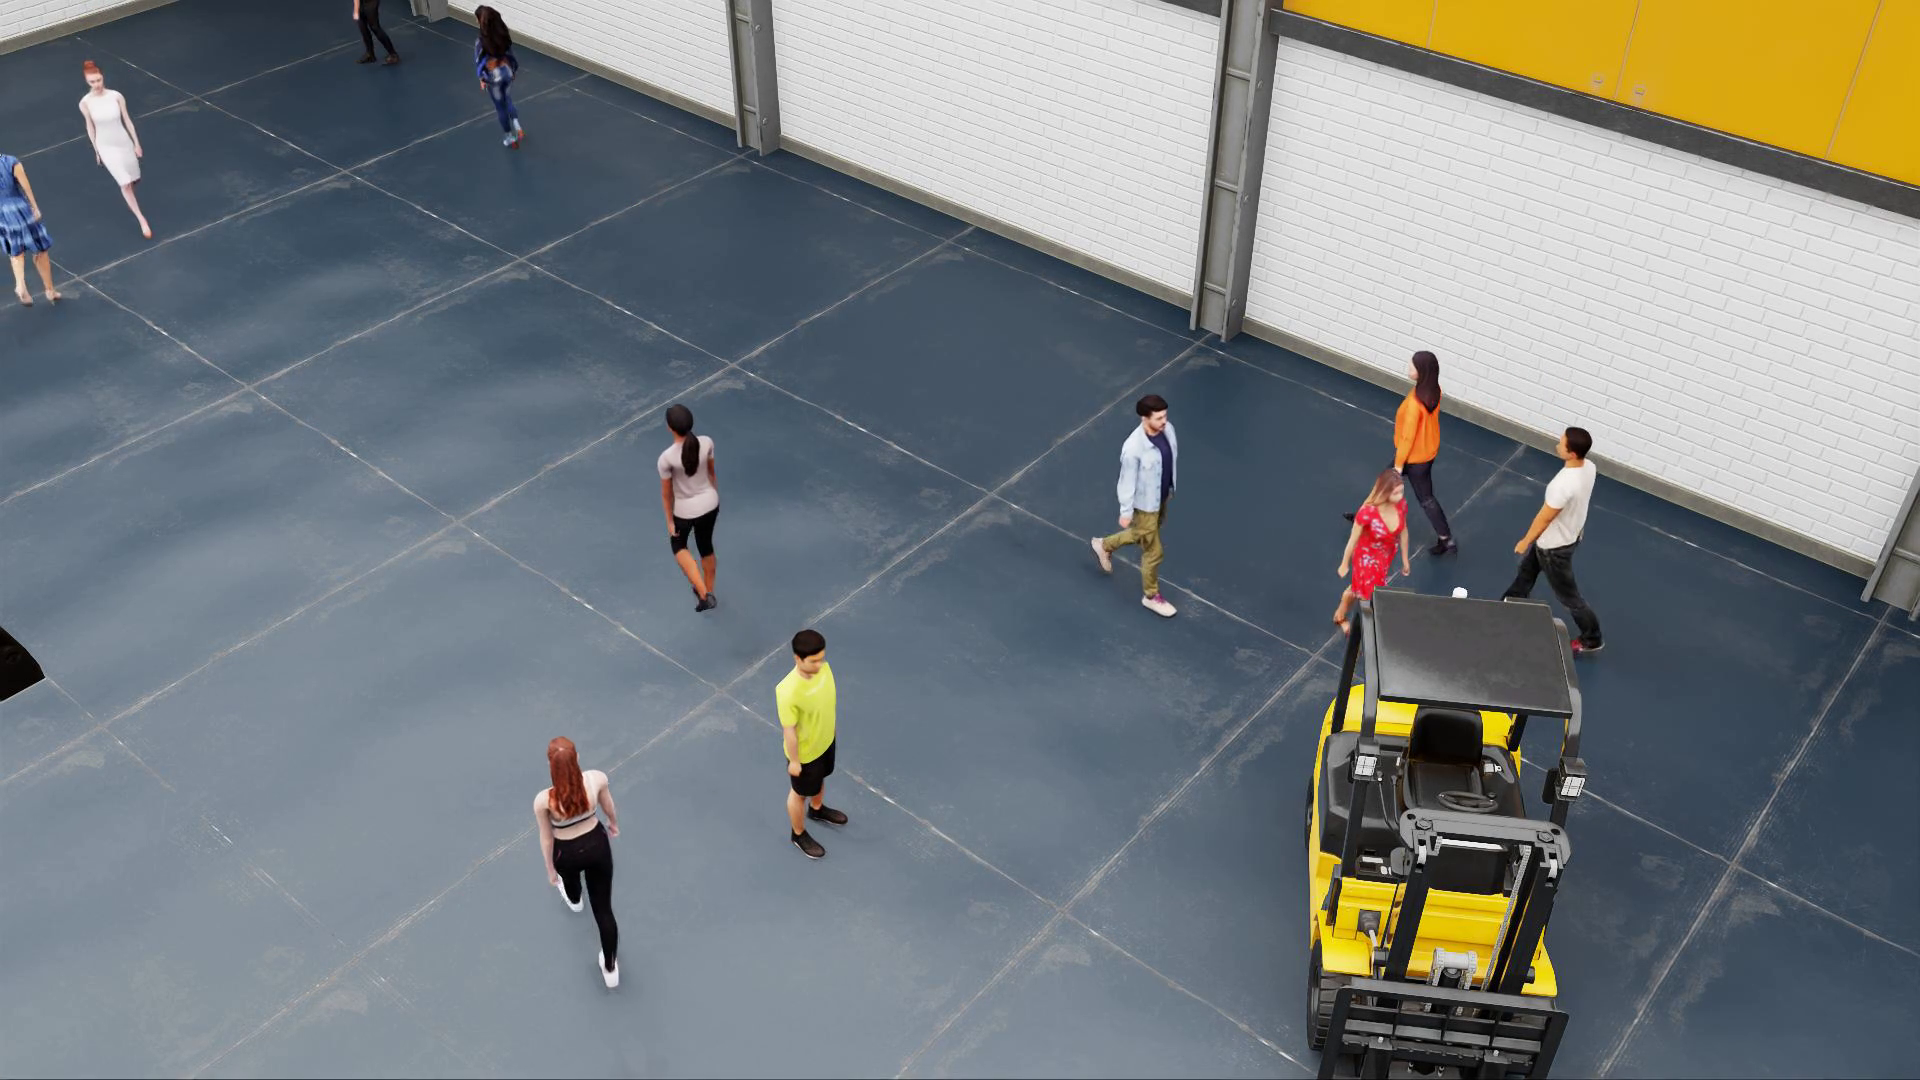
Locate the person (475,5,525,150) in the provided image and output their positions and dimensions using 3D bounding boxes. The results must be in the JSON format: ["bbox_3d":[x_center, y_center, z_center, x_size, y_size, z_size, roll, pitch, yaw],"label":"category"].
[{"bbox_3d":[-4.910,-4.950,17.877,0.613,1.612,0.630,27,46,29],"label":"person"}]

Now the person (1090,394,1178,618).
[{"bbox_3d":[1.282,-0.305,11.919,1.049,1.788,0.671,28,46,31],"label":"person"}]

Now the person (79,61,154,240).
[{"bbox_3d":[-8.321,-3.874,16.402,0.771,1.771,1.097,-23,44,-26],"label":"person"}]

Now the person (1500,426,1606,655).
[{"bbox_3d":[4.232,0.046,11.505,1.200,1.757,0.748,22,43,25],"label":"person"}]

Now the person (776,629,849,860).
[{"bbox_3d":[-0.919,1.197,10.105,0.592,1.706,0.669,17,42,21],"label":"person"}]

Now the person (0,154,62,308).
[{"bbox_3d":[-8.611,-2.860,15.119,0.889,1.789,0.960,-5,39,-7],"label":"person"}]

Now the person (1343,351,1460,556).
[{"bbox_3d":[3.493,-0.608,12.369,1.211,1.701,0.833,20,43,24],"label":"person"}]

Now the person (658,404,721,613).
[{"bbox_3d":[-1.841,-0.168,11.793,0.704,1.733,0.791,-24,44,-27],"label":"person"}]

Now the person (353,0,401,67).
[{"bbox_3d":[-6.956,-6.368,19.665,0.873,1.596,0.822,-7,39,-9],"label":"person"}]

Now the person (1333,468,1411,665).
[{"bbox_3d":[2.808,0.099,11.595,0.777,1.563,1.014,-20,43,-24],"label":"person"}]

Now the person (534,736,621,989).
[{"bbox_3d":[-2.079,1.836,9.306,0.912,1.706,1.182,-18,42,-21],"label":"person"}]
